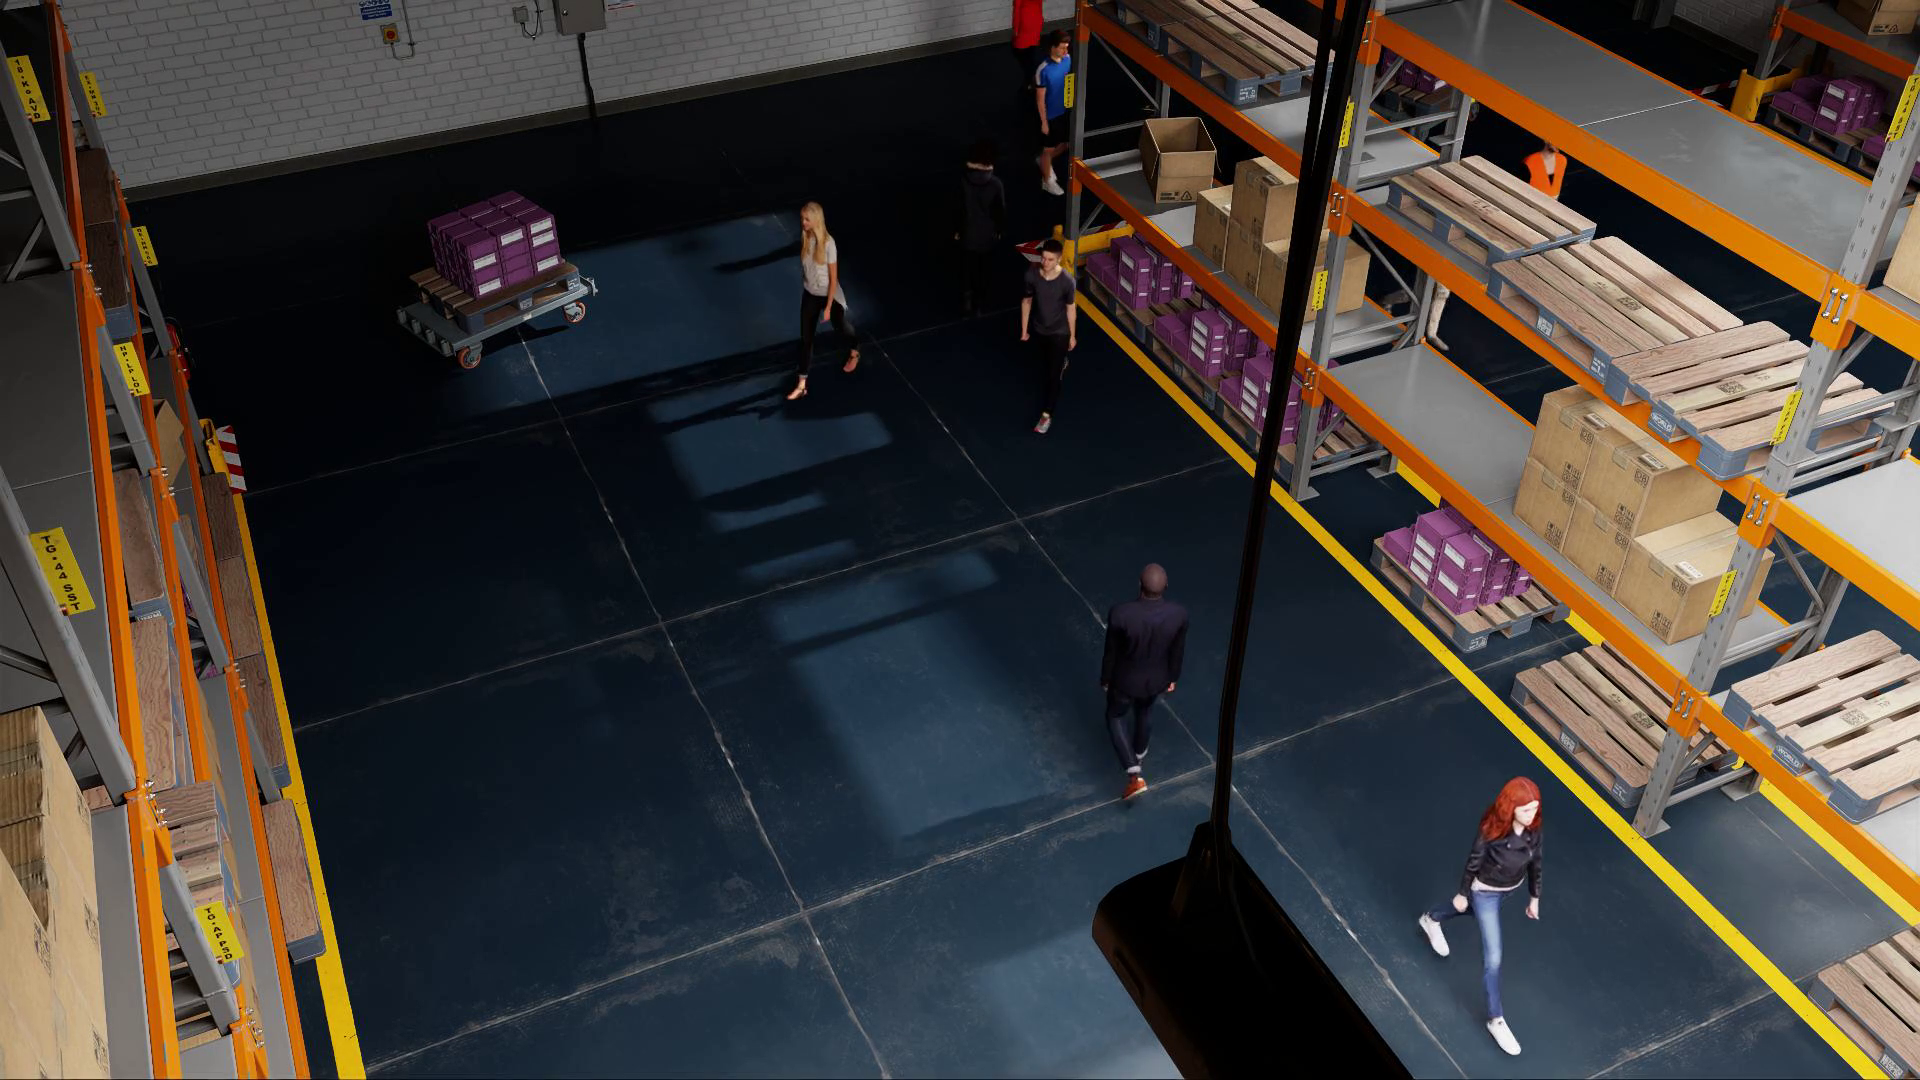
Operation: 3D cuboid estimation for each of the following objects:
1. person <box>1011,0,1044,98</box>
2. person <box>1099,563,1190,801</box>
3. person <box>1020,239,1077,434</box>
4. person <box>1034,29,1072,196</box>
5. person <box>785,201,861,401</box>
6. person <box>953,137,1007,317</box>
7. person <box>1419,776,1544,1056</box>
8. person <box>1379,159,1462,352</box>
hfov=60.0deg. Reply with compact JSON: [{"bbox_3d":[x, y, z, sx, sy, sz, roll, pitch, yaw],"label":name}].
[{"bbox_3d":[0.850,-5.950,19.339,0.715,1.740,0.868,-26,45,-29],"label":"person"},{"bbox_3d":[1.162,0.941,10.666,0.824,1.796,1.011,-7,39,-8],"label":"person"},{"bbox_3d":[0.811,-1.828,14.189,1.177,1.724,1.189,16,41,19],"label":"person"},{"bbox_3d":[0.906,-4.525,17.472,0.898,1.842,0.834,28,47,31],"label":"person"},{"bbox_3d":[-1.121,-2.144,14.548,1.190,1.771,1.098,22,43,25],"label":"person"},{"bbox_3d":[0.172,-2.838,15.425,0.737,1.762,0.745,1,39,2],"label":"person"},{"bbox_3d":[2.973,1.952,9.451,0.670,1.731,1.259,-13,40,-15],"label":"person"},{"bbox_3d":[4.280,-2.636,15.117,0.797,1.830,1.064,-25,45,-28],"label":"person"}]
